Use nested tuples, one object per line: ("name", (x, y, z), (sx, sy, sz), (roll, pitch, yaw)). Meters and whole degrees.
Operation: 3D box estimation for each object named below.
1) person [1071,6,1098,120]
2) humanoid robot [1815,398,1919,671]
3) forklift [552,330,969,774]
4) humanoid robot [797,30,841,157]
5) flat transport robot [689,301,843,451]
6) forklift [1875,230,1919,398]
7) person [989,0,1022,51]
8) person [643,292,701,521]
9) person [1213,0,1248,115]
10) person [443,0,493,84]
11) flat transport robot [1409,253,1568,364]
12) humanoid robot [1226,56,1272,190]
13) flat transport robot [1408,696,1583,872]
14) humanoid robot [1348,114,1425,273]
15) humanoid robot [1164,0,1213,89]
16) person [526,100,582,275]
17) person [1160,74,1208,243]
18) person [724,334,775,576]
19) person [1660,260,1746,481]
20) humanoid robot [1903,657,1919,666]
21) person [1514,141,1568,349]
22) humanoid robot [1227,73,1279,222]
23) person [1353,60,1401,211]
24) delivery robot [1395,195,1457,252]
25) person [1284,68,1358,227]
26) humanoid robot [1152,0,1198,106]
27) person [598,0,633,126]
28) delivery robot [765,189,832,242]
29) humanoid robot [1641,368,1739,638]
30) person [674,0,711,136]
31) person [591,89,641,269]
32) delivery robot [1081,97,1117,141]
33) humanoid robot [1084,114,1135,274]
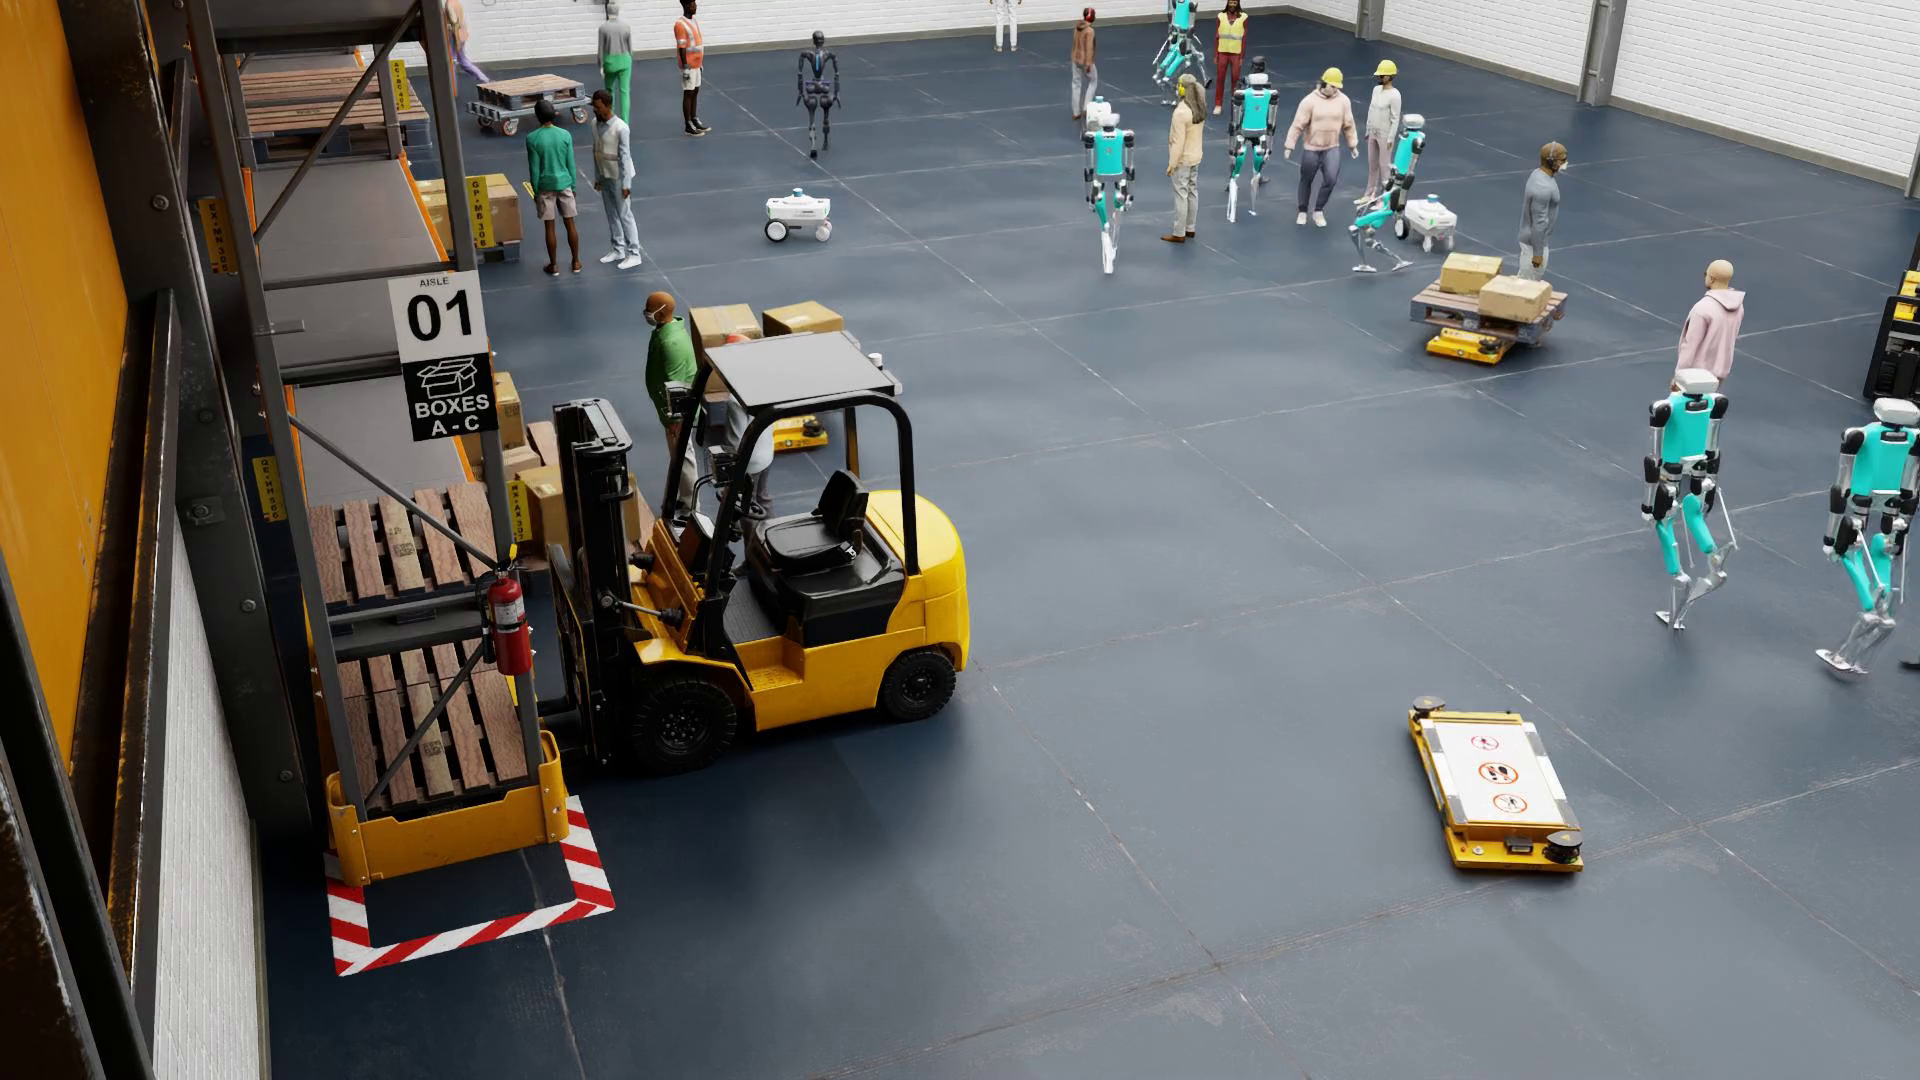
("person", (1.845, -6.974, 24.339), (0.428, 1.631, 0.455), (22, 34, 37))
("humanoid robot", (5.644, 0.076, 10.198), (0.545, 1.775, 0.785), (0, 27, 0))
("forklift", (-1.094, 0.010, 9.831), (2.313, 2.155, 1.214), (-10, 28, -20))
("humanoid robot", (-1.917, -6.023, 22.468), (0.611, 1.650, 0.753), (0, 27, 0))
("flat transport robot", (-1.608, -1.123, 14.221), (0.659, 0.231, 1.431), (-7, 28, -14))
("forklift", (9.029, -2.397, 14.618), (1.214, 2.155, 2.313), (18, 32, 32))
("person", (0.807, -9.561, 29.208), (0.586, 1.882, 0.343), (-3, 27, -6))
("person", (-2.104, -0.972, 12.246), (0.384, 1.780, 0.548), (-6, 27, -12))
("person", (3.993, -7.194, 24.635), (0.469, 1.763, 0.362), (7, 27, 13))
("person", (-7.720, -7.708, 25.609), (0.855, 1.811, 0.570), (-3, 27, -6))
("flat transport robot", (5.070, -2.045, 16.055), (0.659, 0.231, 1.431), (17, 31, 30))
("humanoid robot", (3.633, -5.221, 20.836), (0.615, 1.635, 0.701), (23, 35, 38))
("flat transport robot", (2.971, 1.347, 9.308), (0.659, 0.231, 1.431), (2, 27, 3))
("humanoid robot", (4.419, -3.589, 17.501), (0.881, 1.747, 0.532), (-2, 27, -3))
("humanoid robot", (3.683, -8.000, 26.302), (0.911, 1.795, 0.542), (11, 29, 21))
("person", (-4.301, -3.730, 17.644), (0.495, 1.854, 0.396), (-12, 29, -22))
("person", (2.547, -4.289, 18.734), (0.409, 1.876, 0.553), (19, 32, 33))
("person", (-1.473, -0.589, 11.522), (0.347, 1.739, 0.571), (8, 28, 15))
("person", (5.758, -1.291, 12.884), (0.537, 1.774, 0.415), (-14, 30, -25))
("humanoid robot", (6.292, 0.132, 10.166), (0.431, 1.648, 0.600), (-1, 27, -1))
("person", (5.434, -2.791, 15.681), (0.357, 1.937, 0.636), (7, 27, 13))
("humanoid robot", (3.376, -4.638, 19.623), (0.531, 1.805, 0.796), (-2, 27, -4))
("person", (5.052, -4.869, 20.005), (0.313, 1.768, 0.524), (-11, 29, -21))
("delivery robot", (5.317, -3.609, 18.868), (0.499, 0.613, 0.817), (-5, 27, -10))
("person", (4.182, -4.528, 19.244), (0.892, 1.829, 0.596), (0, 27, -1))
("humanoid robot", (3.176, -7.398, 24.998), (0.689, 1.731, 0.541), (-14, 30, -26))
("person", (-4.968, -6.883, 23.971), (0.522, 1.797, 0.929), (-8, 28, -16))
("delivery robot", (-1.867, -3.720, 19.085), (0.813, 0.609, 0.499), (1, 27, 1))
("humanoid robot", (4.721, -0.116, 10.721), (0.542, 1.907, 0.726), (-7, 28, -14))
("person", (-3.790, -6.723, 23.474), (0.368, 1.966, 0.602), (5, 27, 10))
("person", (-3.719, -3.898, 17.922), (0.584, 1.909, 0.384), (24, 35, 38))
("delivery robot", (1.961, -5.958, 23.515), (0.499, 0.590, 0.793), (1, 27, 3))
("humanoid robot", (1.597, -3.753, 17.873), (0.550, 1.768, 1.028), (2, 27, 4))
